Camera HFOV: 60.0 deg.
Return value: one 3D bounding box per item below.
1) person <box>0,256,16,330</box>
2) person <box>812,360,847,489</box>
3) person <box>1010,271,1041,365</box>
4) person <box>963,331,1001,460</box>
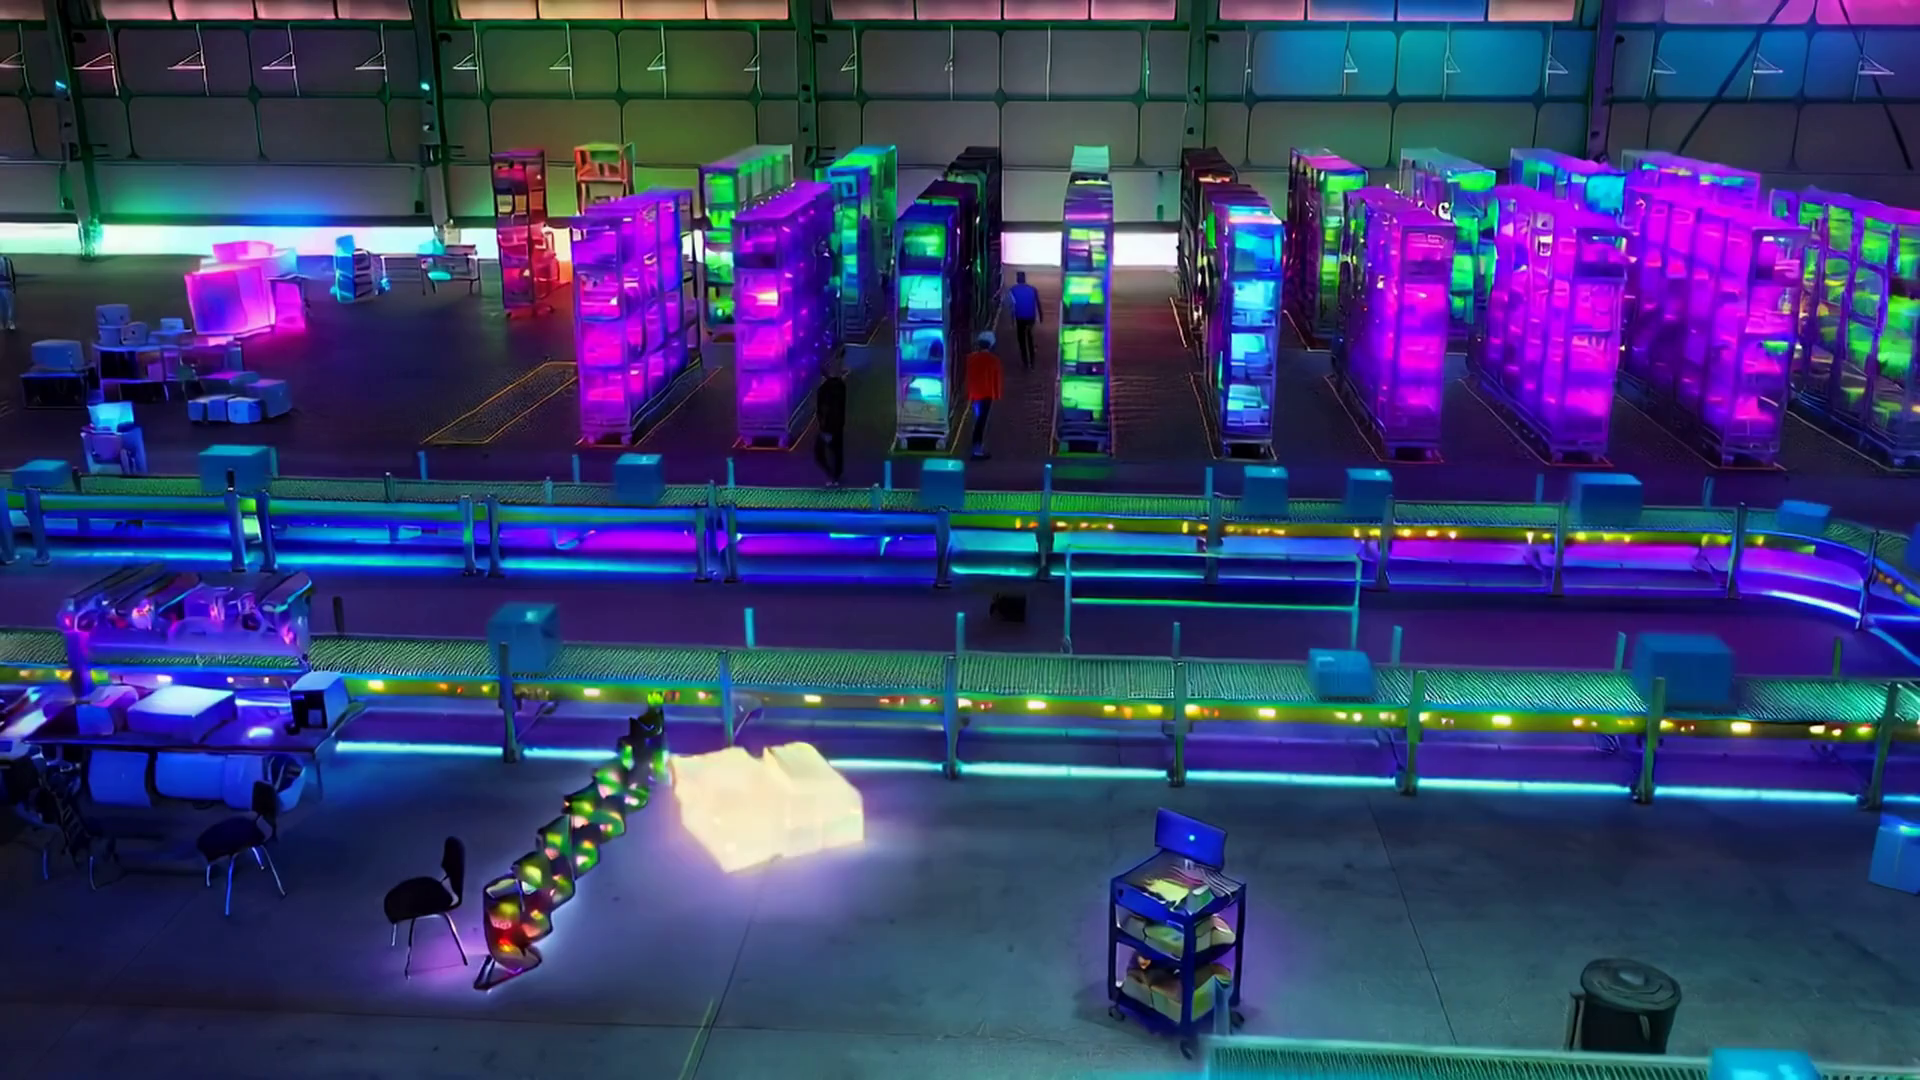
[{"bbox_3d":[-20.556,-5.421,35.604,0.611,1.930,0.627,-8,19,-23],"label":"person"},{"bbox_3d":[-1.839,-1.615,23.579,0.444,1.896,0.639,9,19,25],"label":"person"},{"bbox_3d":[1.249,-4.313,32.290,0.623,1.809,0.530,-5,18,-16],"label":"person"},{"bbox_3d":[0.394,-2.219,25.432,0.652,1.948,0.793,14,22,37],"label":"person"}]
